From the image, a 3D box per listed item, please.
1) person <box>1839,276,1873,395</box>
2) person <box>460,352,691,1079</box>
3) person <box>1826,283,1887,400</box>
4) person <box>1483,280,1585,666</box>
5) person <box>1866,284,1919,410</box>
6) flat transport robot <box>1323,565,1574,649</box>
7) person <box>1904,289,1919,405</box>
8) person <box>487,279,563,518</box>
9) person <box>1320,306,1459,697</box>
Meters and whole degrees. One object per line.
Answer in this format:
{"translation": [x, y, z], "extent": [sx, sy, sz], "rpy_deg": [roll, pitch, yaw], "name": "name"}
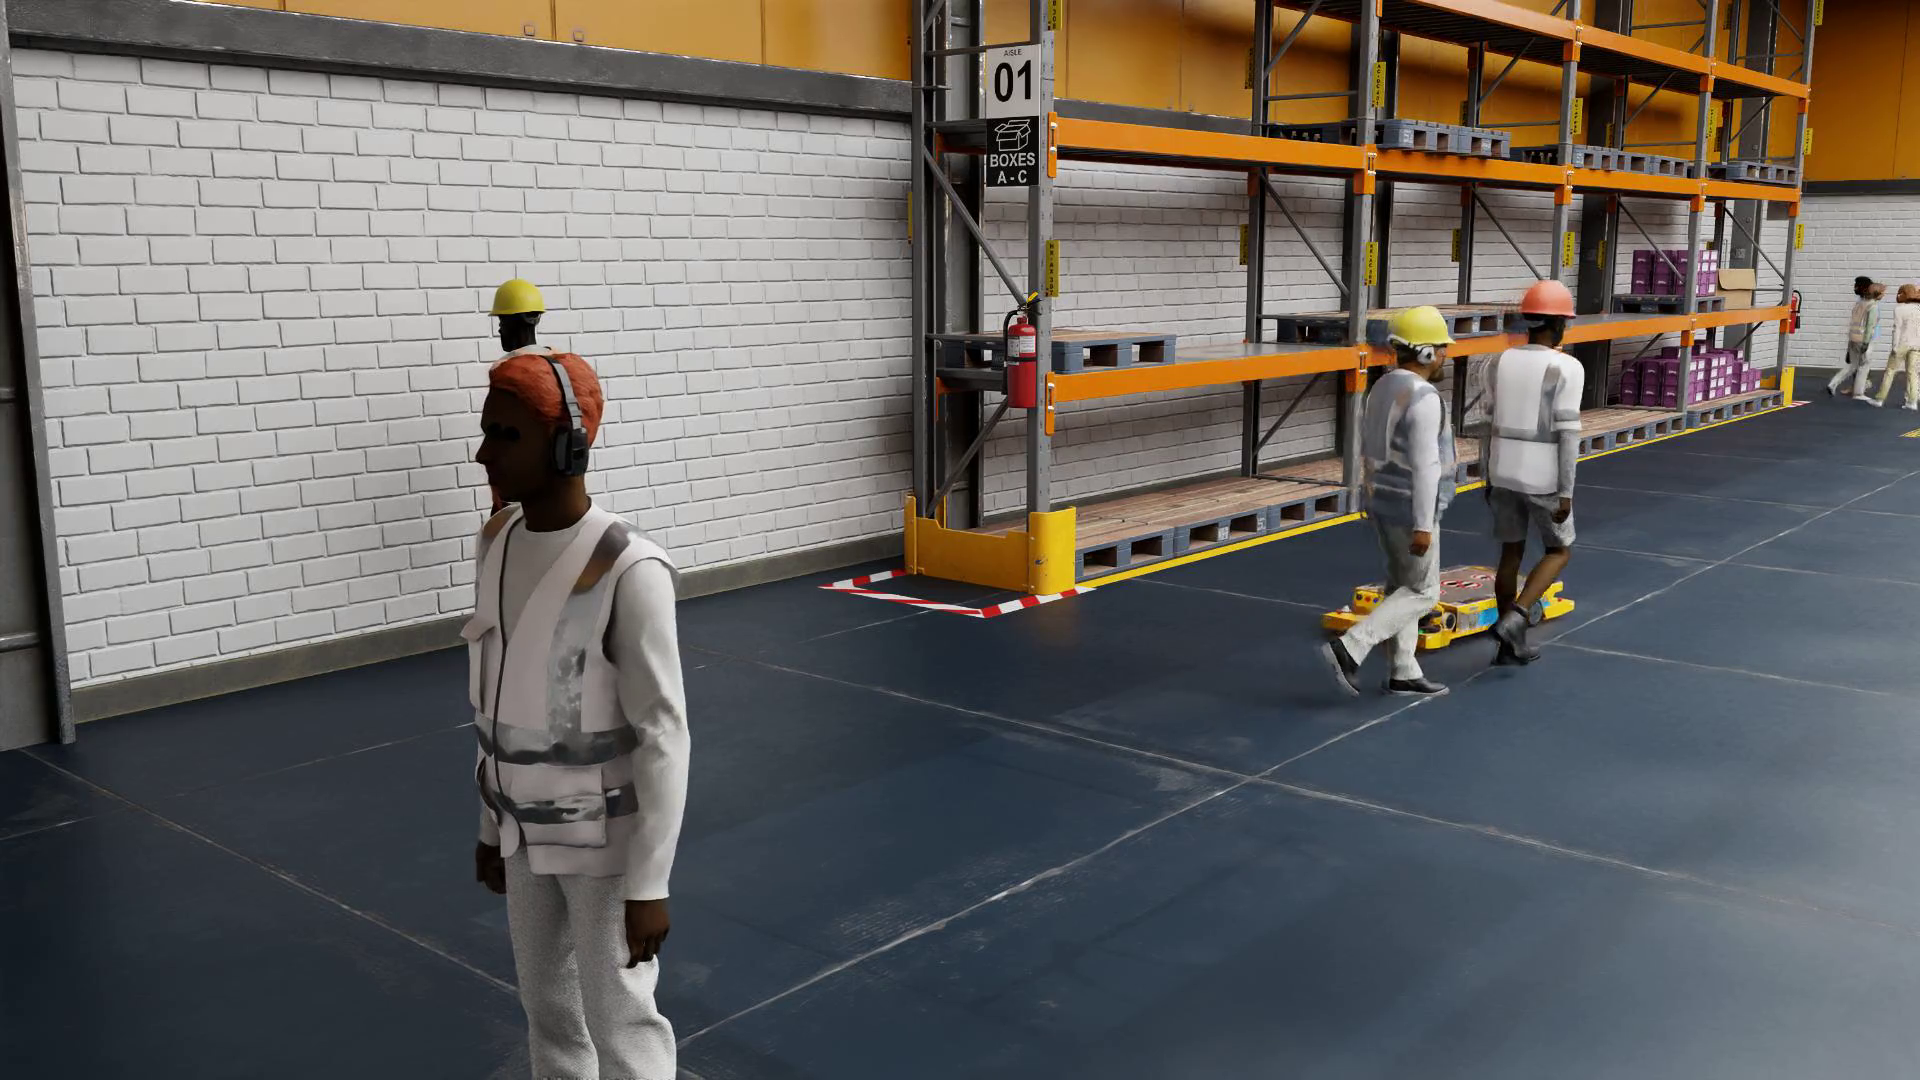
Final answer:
{"translation": [12.651, -2.864, 23.386], "extent": [0.345, 1.690, 0.556], "rpy_deg": [5, 11, 25], "name": "person"}
{"translation": [-0.751, 0.584, 3.207], "extent": [0.576, 1.882, 0.362], "rpy_deg": [9, 14, 43], "name": "person"}
{"translation": [12.250, -2.706, 22.708], "extent": [0.573, 1.609, 0.536], "rpy_deg": [1, 10, 5], "name": "person"}
{"translation": [2.783, -0.305, 8.166], "extent": [0.522, 1.923, 0.554], "rpy_deg": [-8, 13, -38], "name": "person"}
{"translation": [12.183, -2.497, 21.537], "extent": [0.517, 1.605, 0.676], "rpy_deg": [-2, 10, -13], "name": "person"}
{"translation": [2.707, 0.347, 9.143], "extent": [1.431, 0.197, 0.652], "rpy_deg": [-8, 13, -39], "name": "flat transport robot"}
{"translation": [12.500, -2.527, 21.677], "extent": [0.532, 1.617, 0.480], "rpy_deg": [5, 11, 25], "name": "person"}
{"translation": [-2.094, -0.293, 8.068], "extent": [0.371, 1.925, 0.595], "rpy_deg": [3, 10, 17], "name": "person"}
{"translation": [1.961, -0.146, 7.543], "extent": [0.588, 1.820, 0.597], "rpy_deg": [-1, 10, -8], "name": "person"}
